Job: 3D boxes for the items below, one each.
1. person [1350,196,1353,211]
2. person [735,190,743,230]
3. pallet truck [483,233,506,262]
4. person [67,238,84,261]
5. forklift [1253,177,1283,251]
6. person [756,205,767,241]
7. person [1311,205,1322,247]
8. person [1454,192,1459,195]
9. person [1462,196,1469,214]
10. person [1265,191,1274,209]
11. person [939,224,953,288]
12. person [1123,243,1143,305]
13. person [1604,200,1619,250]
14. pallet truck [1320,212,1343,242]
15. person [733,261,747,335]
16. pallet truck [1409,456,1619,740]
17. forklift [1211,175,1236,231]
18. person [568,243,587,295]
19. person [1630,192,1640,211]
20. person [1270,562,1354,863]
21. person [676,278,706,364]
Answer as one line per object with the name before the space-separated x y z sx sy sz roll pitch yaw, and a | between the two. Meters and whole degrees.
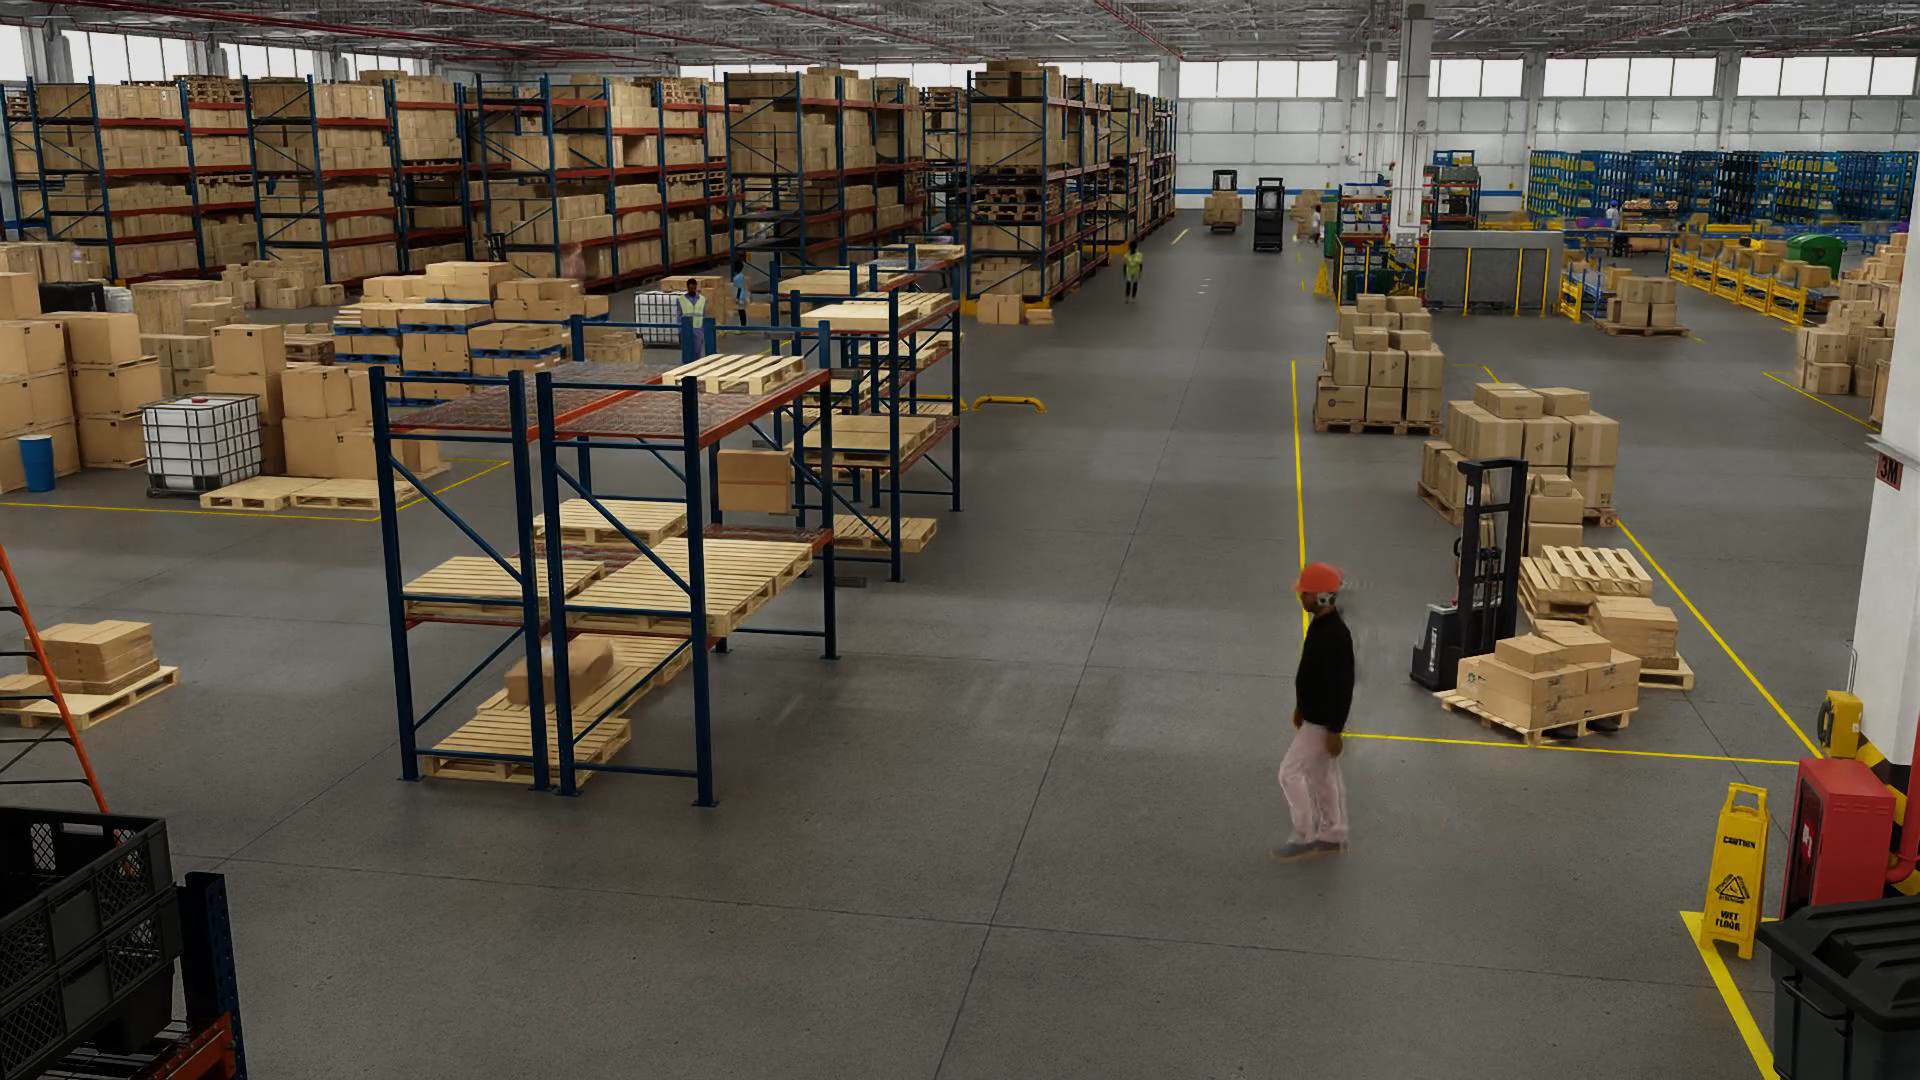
person | 20.583 -17.749 87.636 0.359 1.734 0.485 11 18 39
person | -10.149 -15.166 76.501 0.608 2.044 0.372 7 16 27
pallet truck | -11.832 -7.026 43.548 1.885 1.965 0.823 8 16 28
person | -23.054 -6.897 43.228 0.959 1.908 0.640 4 14 16
forklift | 12.083 -12.747 64.956 1.129 2.768 1.873 3 14 10
person | -7.760 -12.120 64.612 0.768 1.813 0.568 5 15 20
person | 14.413 -12.633 66.960 0.378 1.677 0.551 -1 14 -3
person | 22.995 -15.289 77.445 0.567 1.828 0.645 -10 17 -34
person | 22.112 -14.208 73.043 0.586 1.834 0.403 5 15 19
person | 15.992 -17.305 85.814 0.577 1.732 0.534 -11 18 -38
person | -0.357 -8.499 49.749 0.551 1.899 0.860 3 14 11
person | 4.675 -7.240 45.102 0.530 1.661 0.861 1 14 4
person | 25.526 -12.313 65.116 0.391 1.948 0.605 -7 15 -25
pallet truck | 15.874 -13.227 70.310 0.680 1.201 1.601 10 17 35
person | -5.070 -5.576 38.282 0.319 1.696 0.532 0 14 0
pallet truck | 4.504 0.400 13.395 0.823 1.965 1.885 -6 15 -23
forklift | 12.395 -15.937 77.907 1.129 2.768 1.873 3 14 10
person | -9.456 -6.441 41.370 0.432 1.894 0.670 1 14 5
person | 33.639 -16.545 82.622 0.590 1.780 0.930 1 14 3
person | 2.208 1.103 10.600 0.651 1.965 0.646 1 14 4
person | -5.029 -3.949 31.222 0.593 1.918 0.391 -8 16 -31
